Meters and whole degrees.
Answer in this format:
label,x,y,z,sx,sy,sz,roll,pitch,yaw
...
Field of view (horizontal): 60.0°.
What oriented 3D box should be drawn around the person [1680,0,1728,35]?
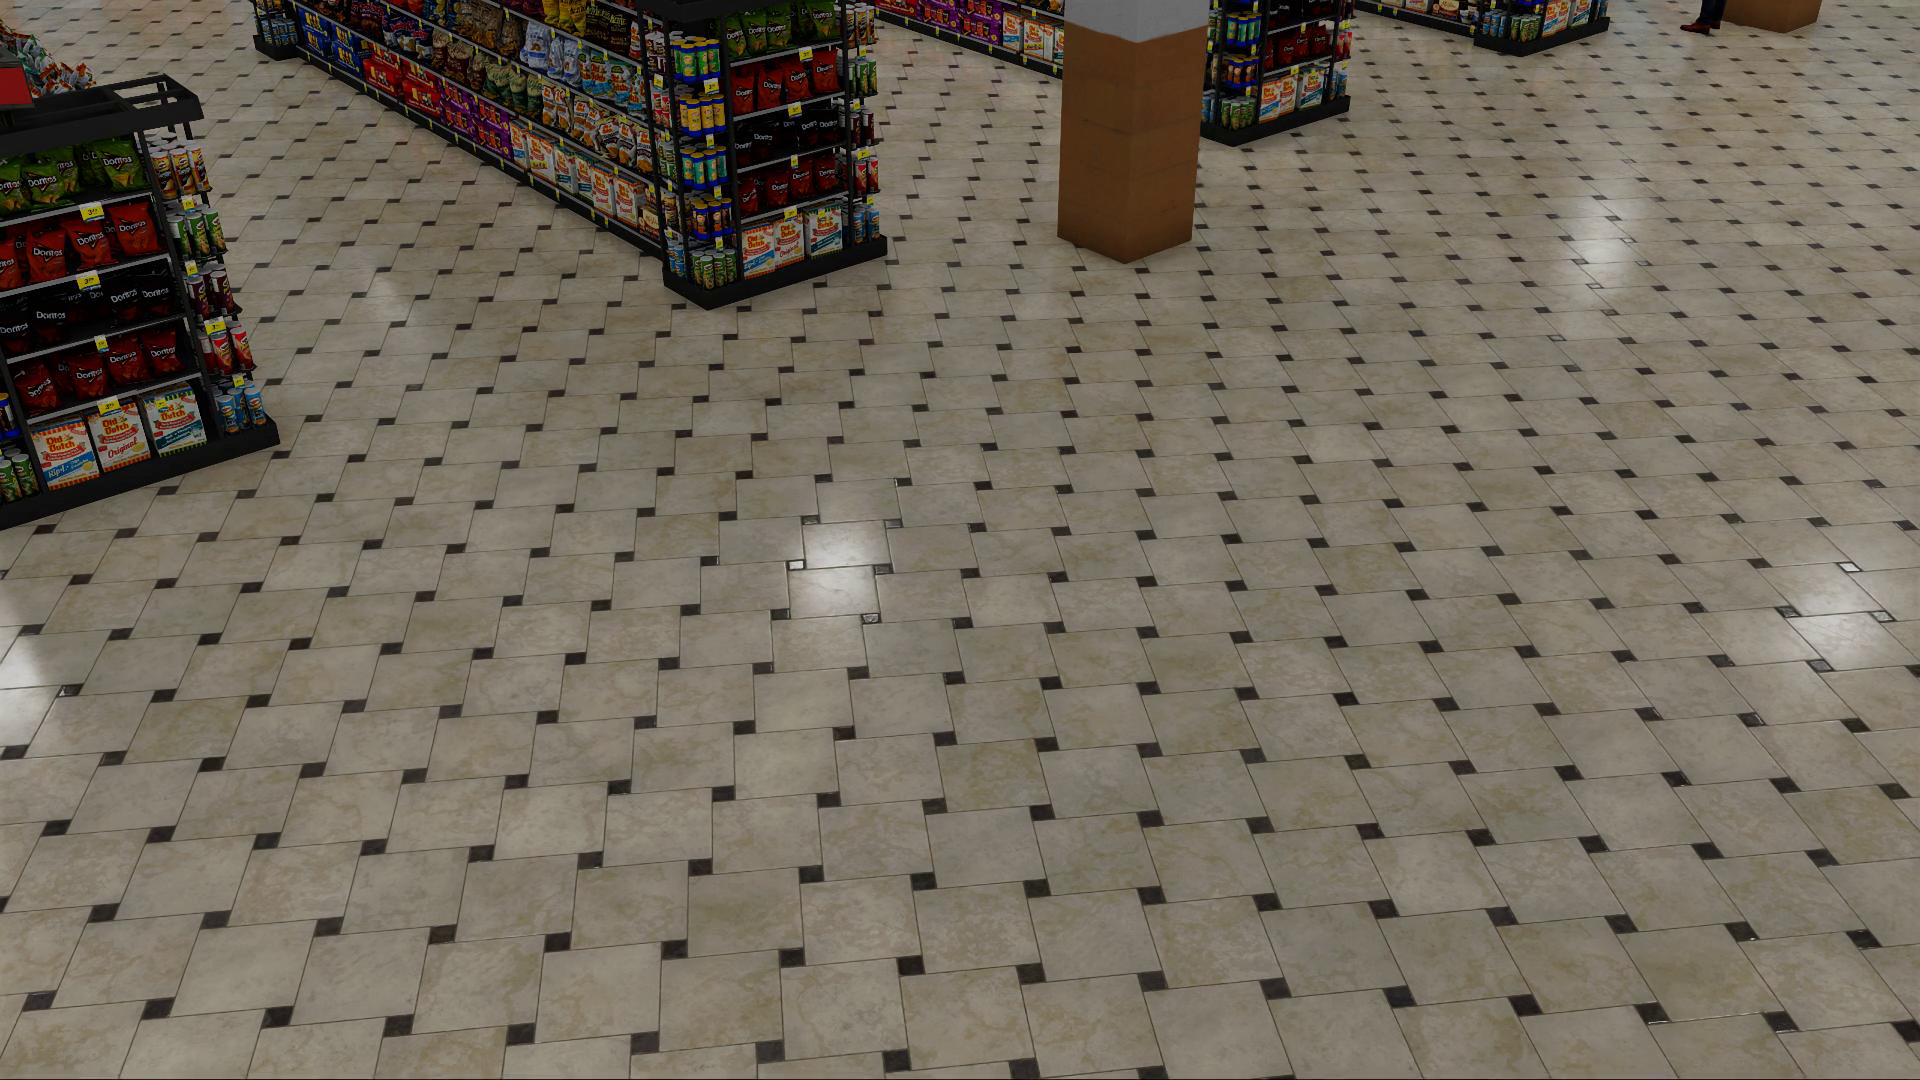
label,x,y,z,sx,sy,sz,roll,pitch,yaw
person,7.592,-6.002,16.533,0.676,1.830,0.536,-25,40,-34
